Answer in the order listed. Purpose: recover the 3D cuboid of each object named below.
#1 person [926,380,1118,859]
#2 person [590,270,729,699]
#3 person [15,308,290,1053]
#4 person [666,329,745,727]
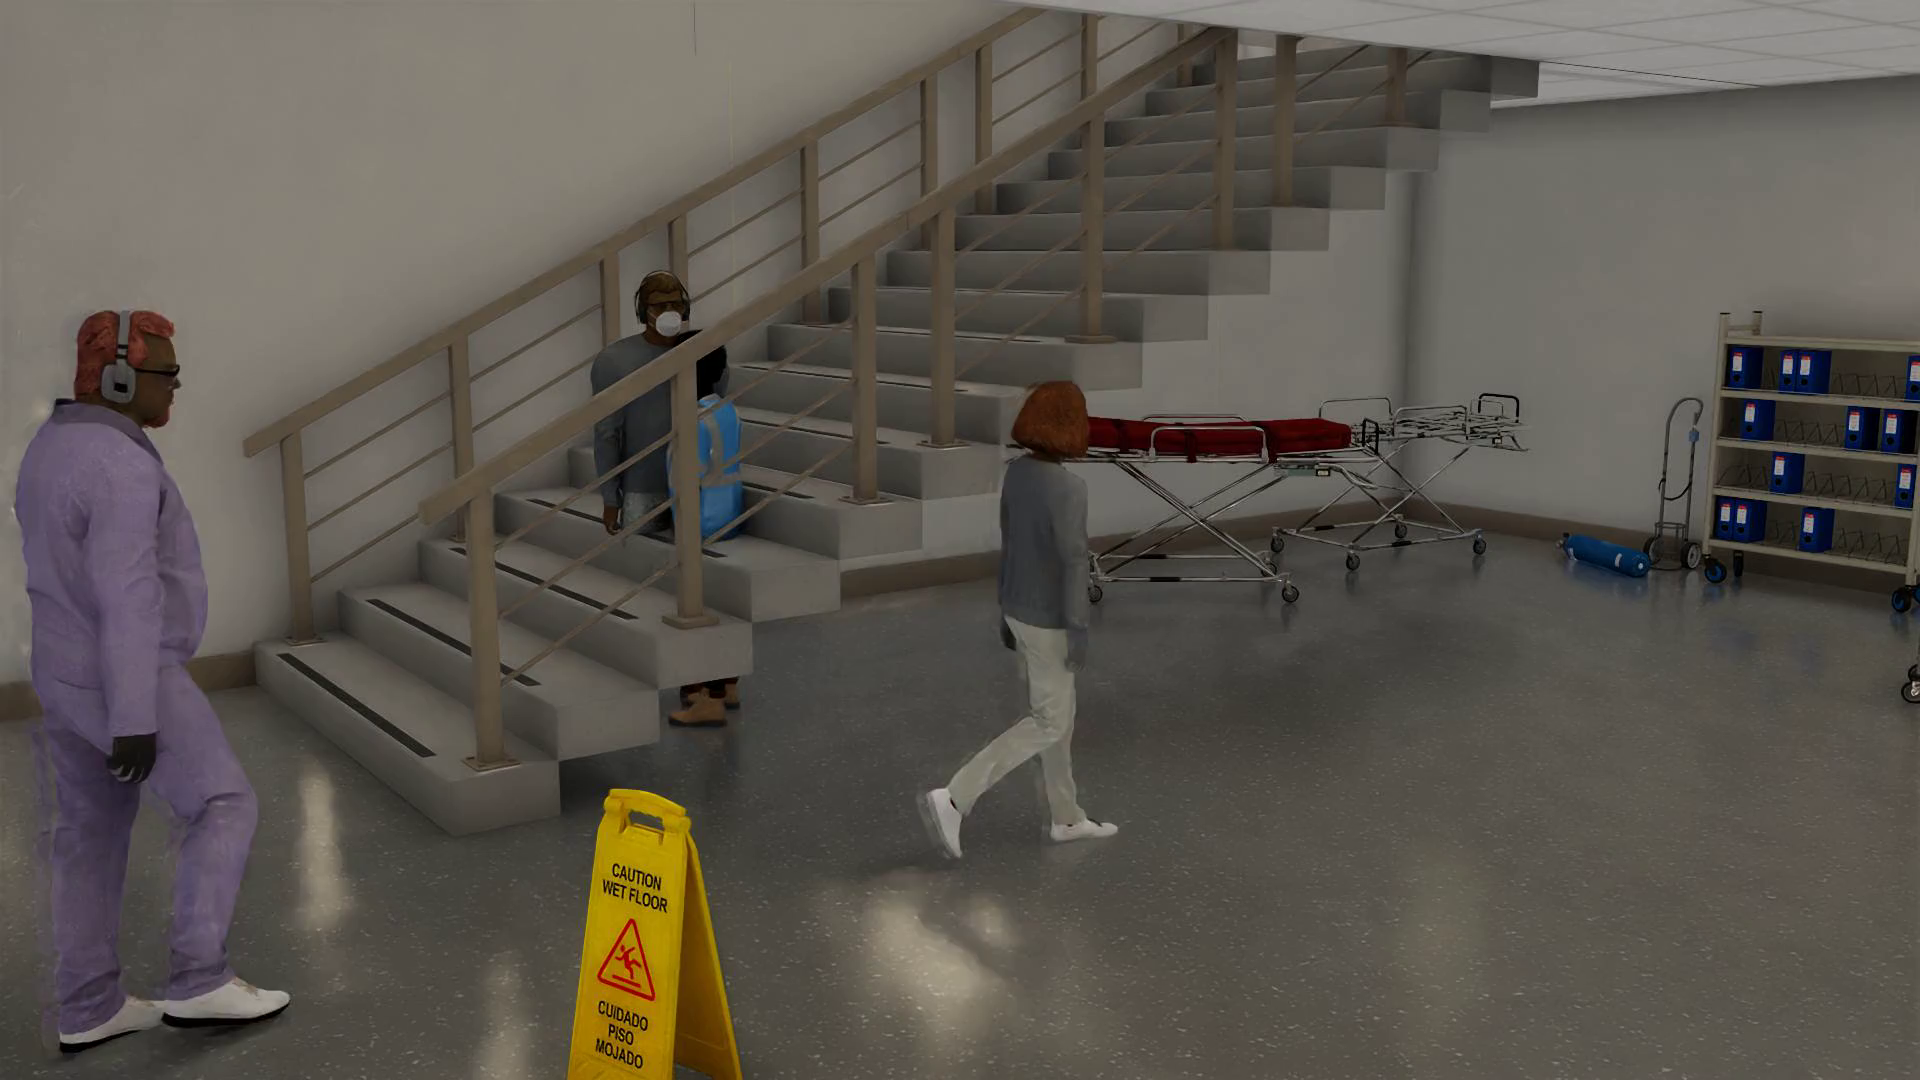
[{"bbox_3d":[0.217,0.275,5.510,0.686,1.610,0.506,-4,11,-22],"label":"person"},{"bbox_3d":[-1.286,-0.201,7.297,0.629,1.940,0.373,-6,11,-31],"label":"person"},{"bbox_3d":[-2.048,0.357,4.241,0.660,1.878,0.655,9,13,42],"label":"person"},{"bbox_3d":[-1.085,-0.049,7.120,0.317,1.695,0.537,1,10,7],"label":"person"}]
